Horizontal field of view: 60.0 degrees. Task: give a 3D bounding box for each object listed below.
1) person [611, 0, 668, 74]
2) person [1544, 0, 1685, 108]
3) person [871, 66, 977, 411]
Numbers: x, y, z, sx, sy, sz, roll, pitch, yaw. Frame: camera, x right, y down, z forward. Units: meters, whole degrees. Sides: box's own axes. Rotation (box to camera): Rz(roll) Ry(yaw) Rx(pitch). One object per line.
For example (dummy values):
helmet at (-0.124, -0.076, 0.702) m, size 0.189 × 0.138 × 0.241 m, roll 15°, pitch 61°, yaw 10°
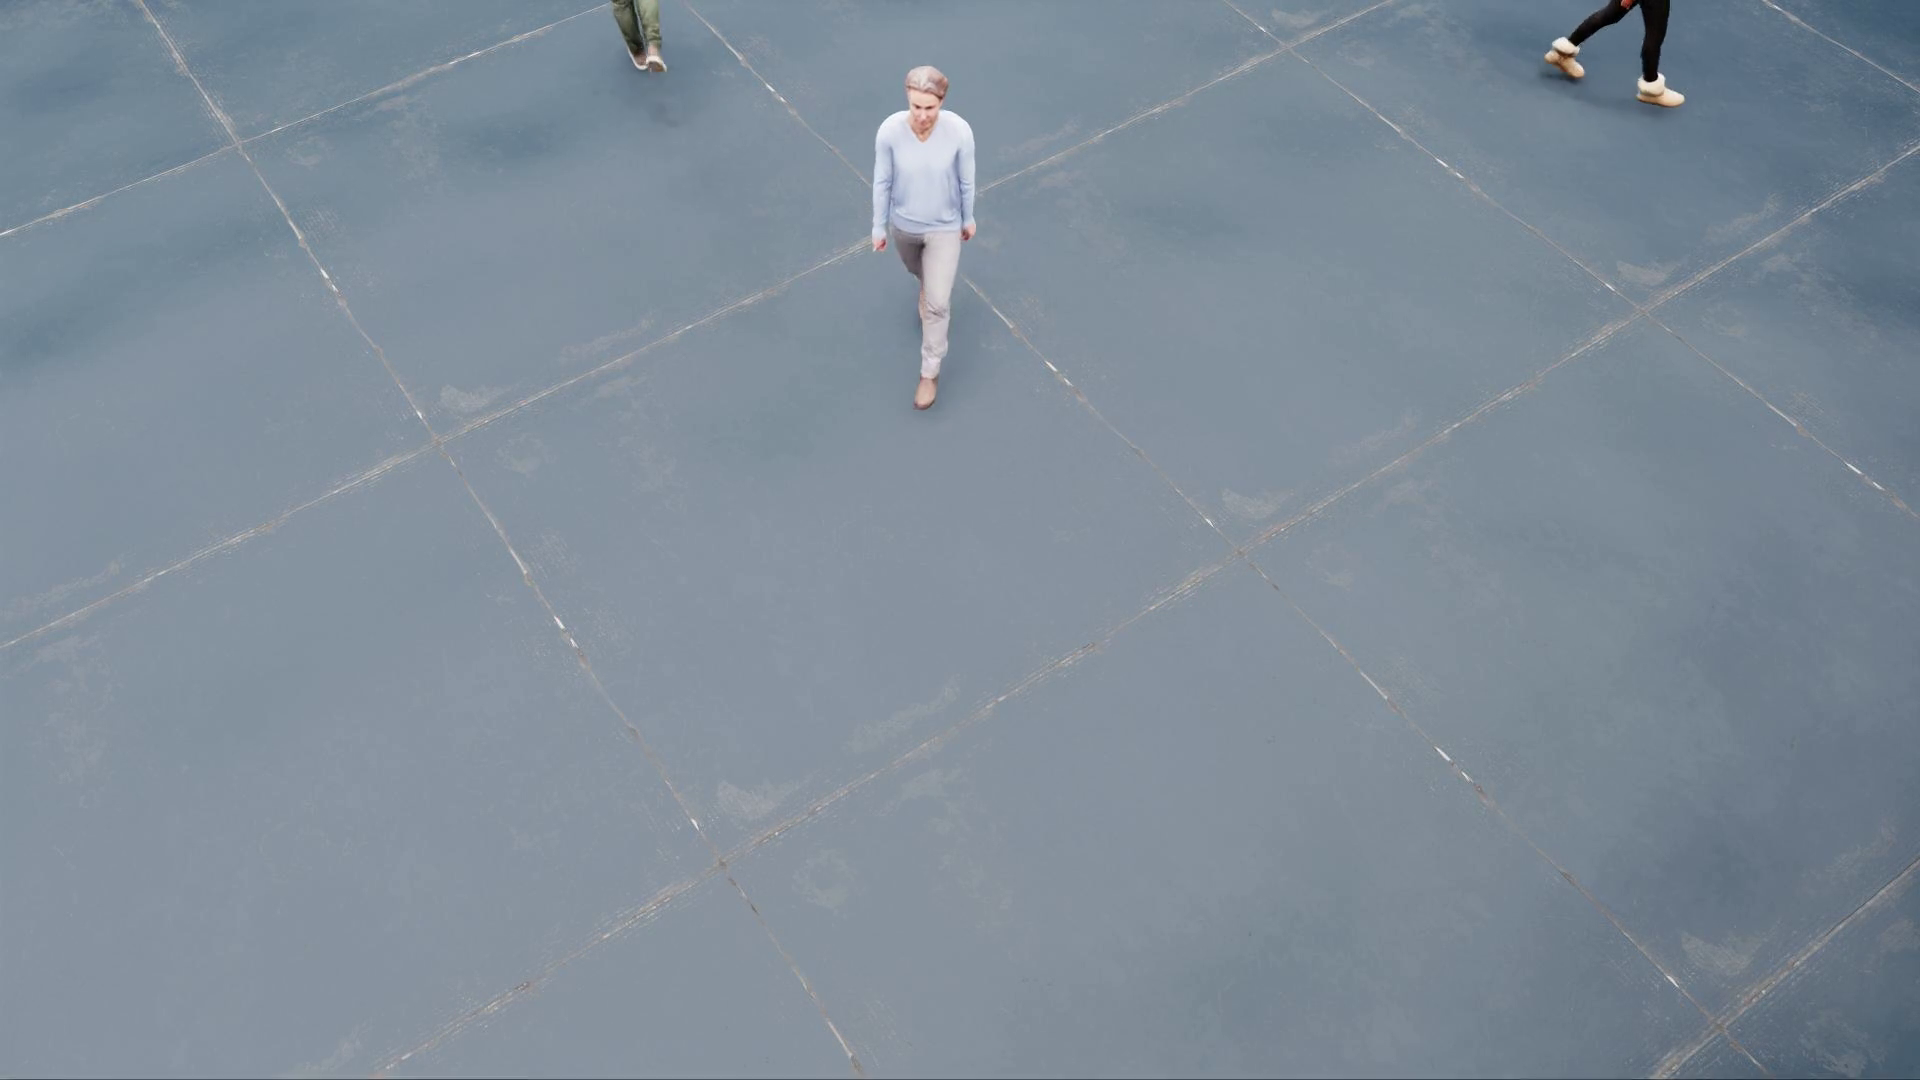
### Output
person at (-2.027, -3.527, 10.101) m, size 0.709 × 1.649 × 0.888 m, roll -16°, pitch 54°, yaw -12°
person at (4.065, -3.407, 10.022) m, size 1.173 × 1.626 × 1.014 m, roll 16°, pitch 54°, yaw 12°
person at (-0.172, -1.678, 8.541) m, size 1.202 × 1.850 × 1.272 m, roll 7°, pitch 53°, yaw 5°
